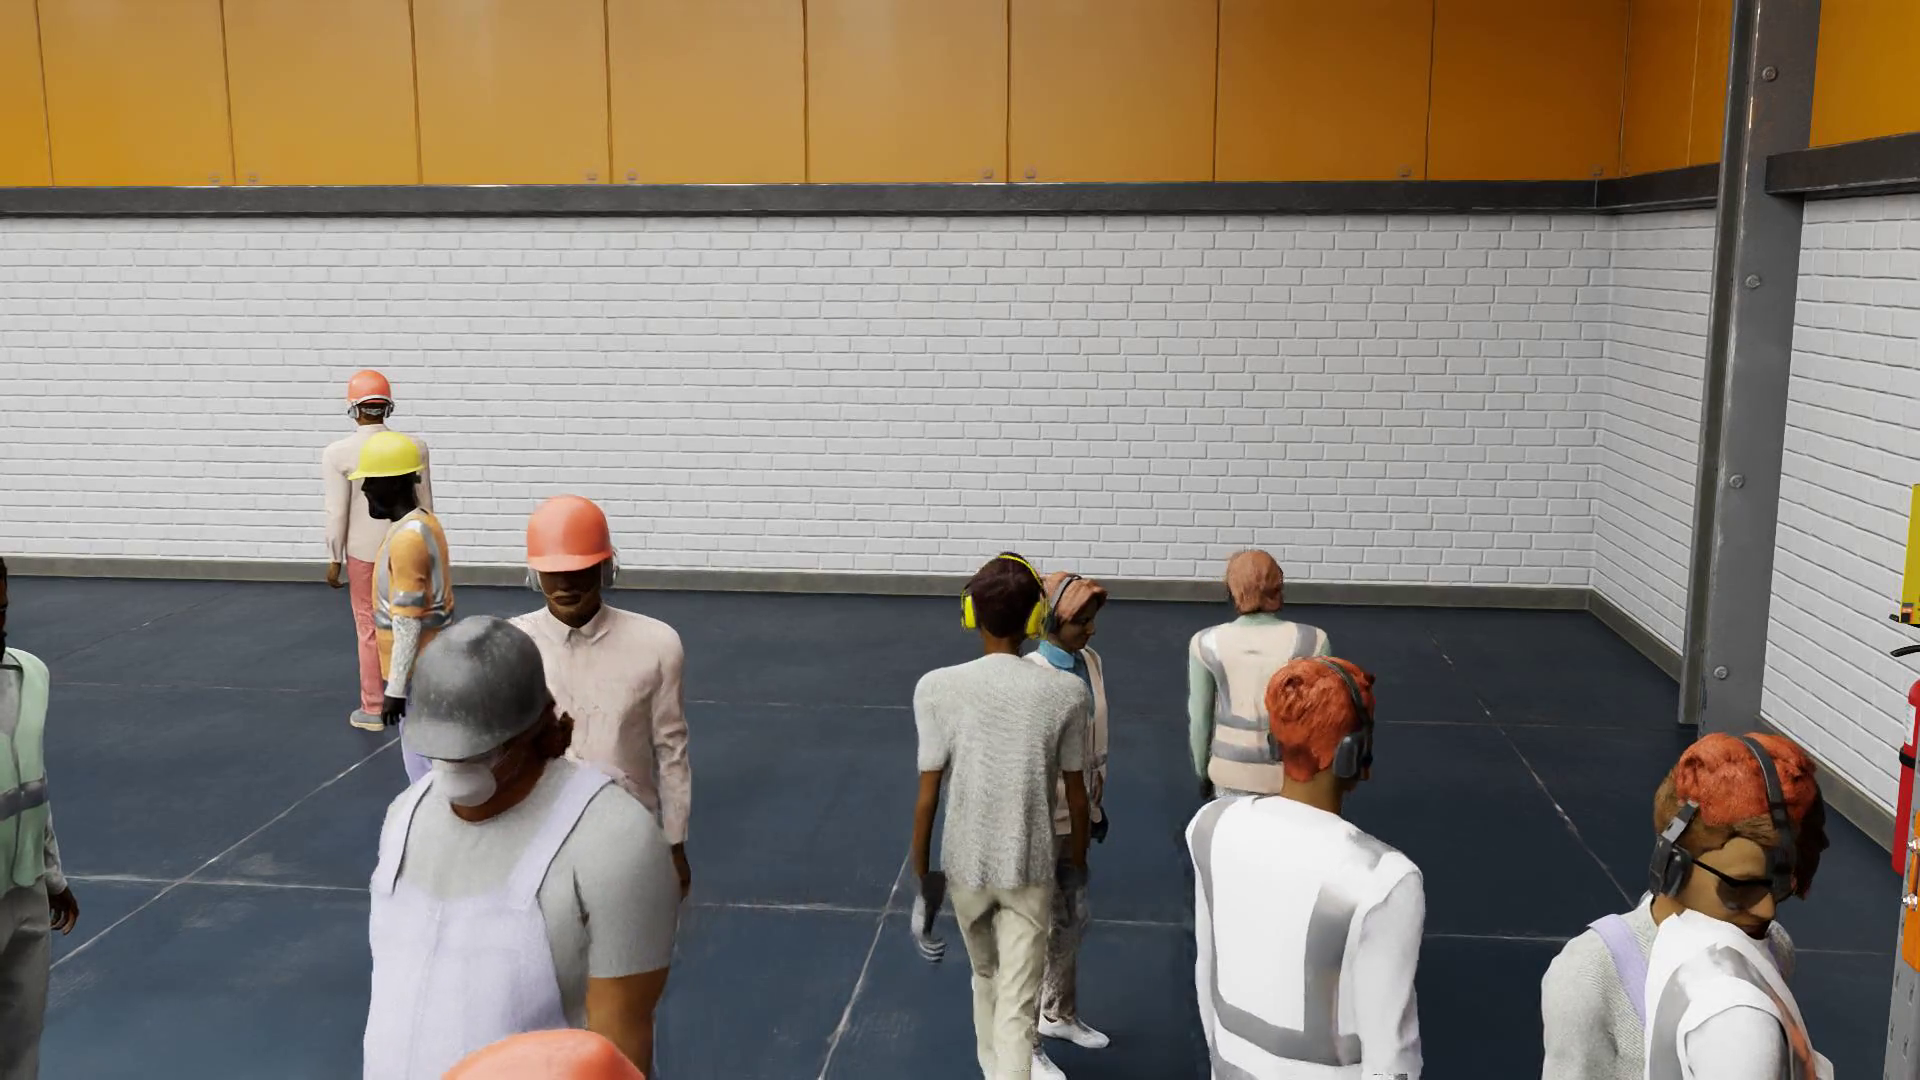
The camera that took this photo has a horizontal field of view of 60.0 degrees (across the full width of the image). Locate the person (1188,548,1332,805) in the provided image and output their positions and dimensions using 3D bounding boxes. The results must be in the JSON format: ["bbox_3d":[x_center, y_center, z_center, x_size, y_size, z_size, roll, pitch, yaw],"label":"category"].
[{"bbox_3d":[1.056,0.833,5.816,0.536,1.617,0.371,3,10,16],"label":"person"}]

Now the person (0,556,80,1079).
[{"bbox_3d":[-2.565,0.948,4.339,0.371,1.915,0.597,1,10,7],"label":"person"}]

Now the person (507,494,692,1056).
[{"bbox_3d":[-1.058,0.854,4.656,0.622,1.992,0.396,-2,10,-13],"label":"person"}]

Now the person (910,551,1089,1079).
[{"bbox_3d":[0.108,0.951,4.629,0.504,1.816,0.991,1,10,7],"label":"person"}]

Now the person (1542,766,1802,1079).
[{"bbox_3d":[1.193,1.250,2.832,0.513,1.837,0.341,-4,11,-24],"label":"person"}]

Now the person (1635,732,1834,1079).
[{"bbox_3d":[1.251,1.239,2.776,0.355,1.882,0.575,2,10,10],"label":"person"}]

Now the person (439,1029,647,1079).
[{"bbox_3d":[-0.392,1.404,1.663,0.362,1.939,0.542,-2,10,-10],"label":"person"}]

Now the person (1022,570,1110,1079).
[{"bbox_3d":[0.312,0.907,5.367,0.310,1.640,0.514,6,12,32],"label":"person"}]

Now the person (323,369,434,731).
[{"bbox_3d":[-3.208,0.056,9.216,0.609,1.996,0.379,-8,13,-40],"label":"person"}]

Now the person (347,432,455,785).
[{"bbox_3d":[-2.252,0.516,6.804,0.390,1.923,0.589,-3,10,-16],"label":"person"}]

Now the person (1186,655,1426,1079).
[{"bbox_3d":[0.701,1.145,3.325,0.420,1.869,0.594,-7,12,-36],"label":"person"}]
